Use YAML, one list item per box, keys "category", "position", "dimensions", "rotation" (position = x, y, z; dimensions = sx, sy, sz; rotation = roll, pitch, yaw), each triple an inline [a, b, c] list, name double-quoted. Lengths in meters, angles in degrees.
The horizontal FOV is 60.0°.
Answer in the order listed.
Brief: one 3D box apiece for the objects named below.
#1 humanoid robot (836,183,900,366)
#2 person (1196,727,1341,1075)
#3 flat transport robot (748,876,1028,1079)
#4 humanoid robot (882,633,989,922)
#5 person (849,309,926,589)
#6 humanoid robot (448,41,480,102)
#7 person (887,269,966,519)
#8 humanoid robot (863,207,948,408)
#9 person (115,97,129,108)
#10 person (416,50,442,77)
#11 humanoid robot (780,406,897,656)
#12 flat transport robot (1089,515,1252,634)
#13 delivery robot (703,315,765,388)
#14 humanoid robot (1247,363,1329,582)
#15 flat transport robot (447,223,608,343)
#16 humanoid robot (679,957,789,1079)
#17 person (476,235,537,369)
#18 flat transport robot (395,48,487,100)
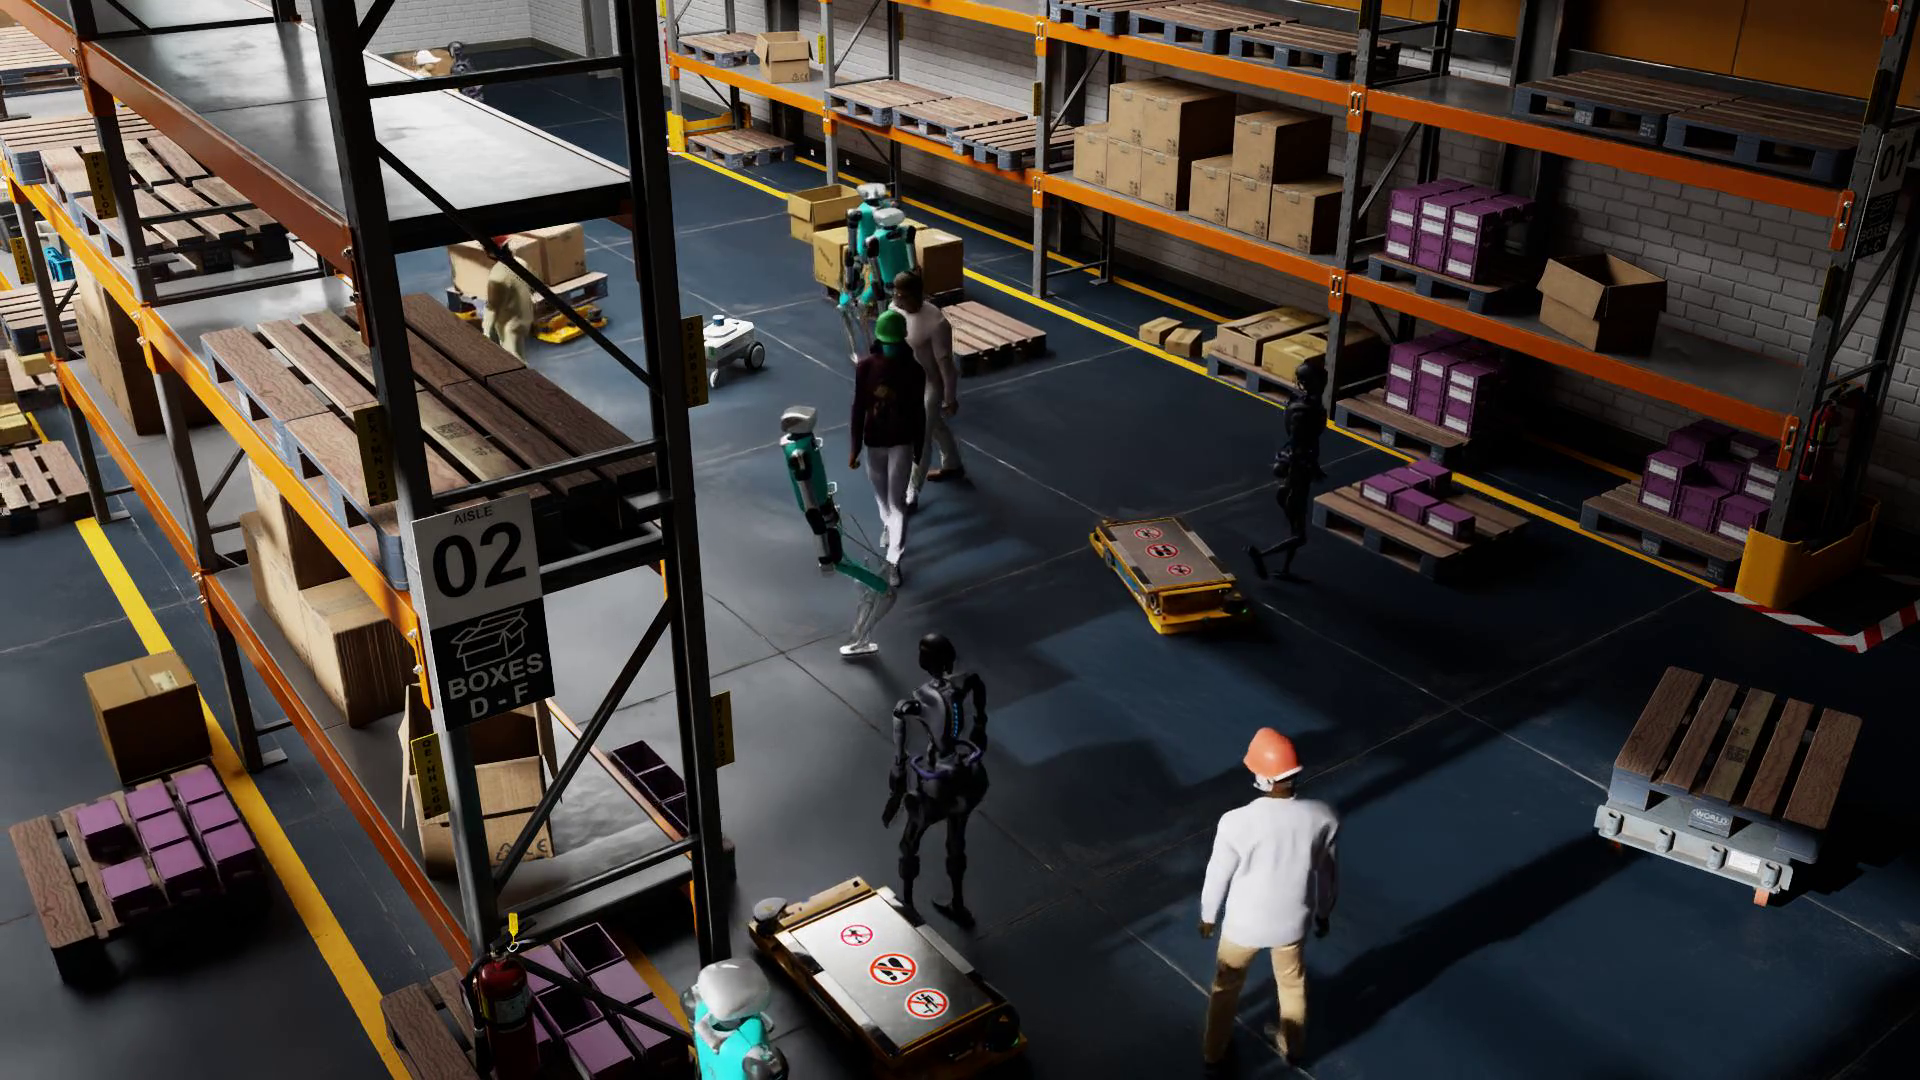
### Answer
- category: "humanoid robot"
  position: [-0.919, -2.400, 15.133]
  dimensions: [0.536, 1.793, 0.765]
  rotation: [-18, 32, -32]
- category: "person"
  position: [1.322, 1.588, 7.201]
  dimensions: [0.601, 1.740, 0.404]
  rotation: [-8, 28, -15]
- category: "flat transport robot"
  position: [-0.369, 2.072, 7.867]
  dimensions: [0.659, 0.231, 1.431]
  rotation: [-18, 32, -31]
- category: "humanoid robot"
  position: [-0.112, 1.153, 8.118]
  dimensions: [0.601, 1.646, 0.407]
  rotation: [-17, 32, -31]
- category: "person"
  position: [-0.490, -0.710, 11.576]
  dimensions: [0.506, 1.906, 0.920]
  rotation: [5, 27, 9]
- category: "humanoid robot"
  position: [-6.473, -5.689, 21.777]
  dimensions: [0.743, 1.627, 0.591]
  rotation: [-11, 29, -20]
- category: "person"
  position: [-0.270, -1.175, 12.538]
  dimensions: [0.936, 1.889, 0.683]
  rotation: [-23, 34, -37]
- category: "humanoid robot"
  position: [-0.338, -1.900, 14.154]
  dimensions: [0.873, 1.762, 0.551]
  rotation: [21, 33, 35]
- category: "person"
  position: [-10.225, -5.094, 20.214]
  dimensions: [0.403, 1.987, 0.611]
  rotation: [13, 29, 23]
- category: "person"
  position: [-6.497, -5.183, 20.655]
  dimensions: [0.736, 1.736, 0.729]
  rotation: [3, 27, 7]
- category: "humanoid robot"
  position: [-0.683, 0.026, 10.370]
  dimensions: [0.794, 1.823, 0.540]
  rotation: [-2, 27, -4]
- category: "flat transport robot"
  position: [1.442, 0.207, 11.576]
  dimensions: [0.659, 0.231, 1.431]
  rotation: [-7, 28, -14]
- category: "delivery robot"
  position: [-2.175, -1.756, 15.155]
  dimensions: [0.499, 0.589, 0.782]
  rotation: [13, 29, 24]
- category: "humanoid robot"
  position: [2.266, -0.447, 11.304]
  dimensions: [0.413, 1.653, 0.592]
  rotation: [12, 29, 22]
- category: "flat transport robot"
  position: [-4.241, -2.239, 16.441]
  dimensions: [1.431, 0.231, 0.659]
  rotation: [16, 31, 29]
- category: "humanoid robot"
  position: [-0.602, 2.177, 6.001]
  dimensions: [0.658, 1.774, 0.530]
  rotation: [-20, 33, -35]
- category: "person"
  position: [-3.857, -1.786, 13.904]
  dimensions: [0.660, 1.730, 0.566]
  rotation: [3, 27, 6]
- category: "flat transport robot"
  position: [-7.711, -6.298, 24.514]
  dimensions: [0.659, 0.231, 1.431]
  rotation: [1, 27, 2]
